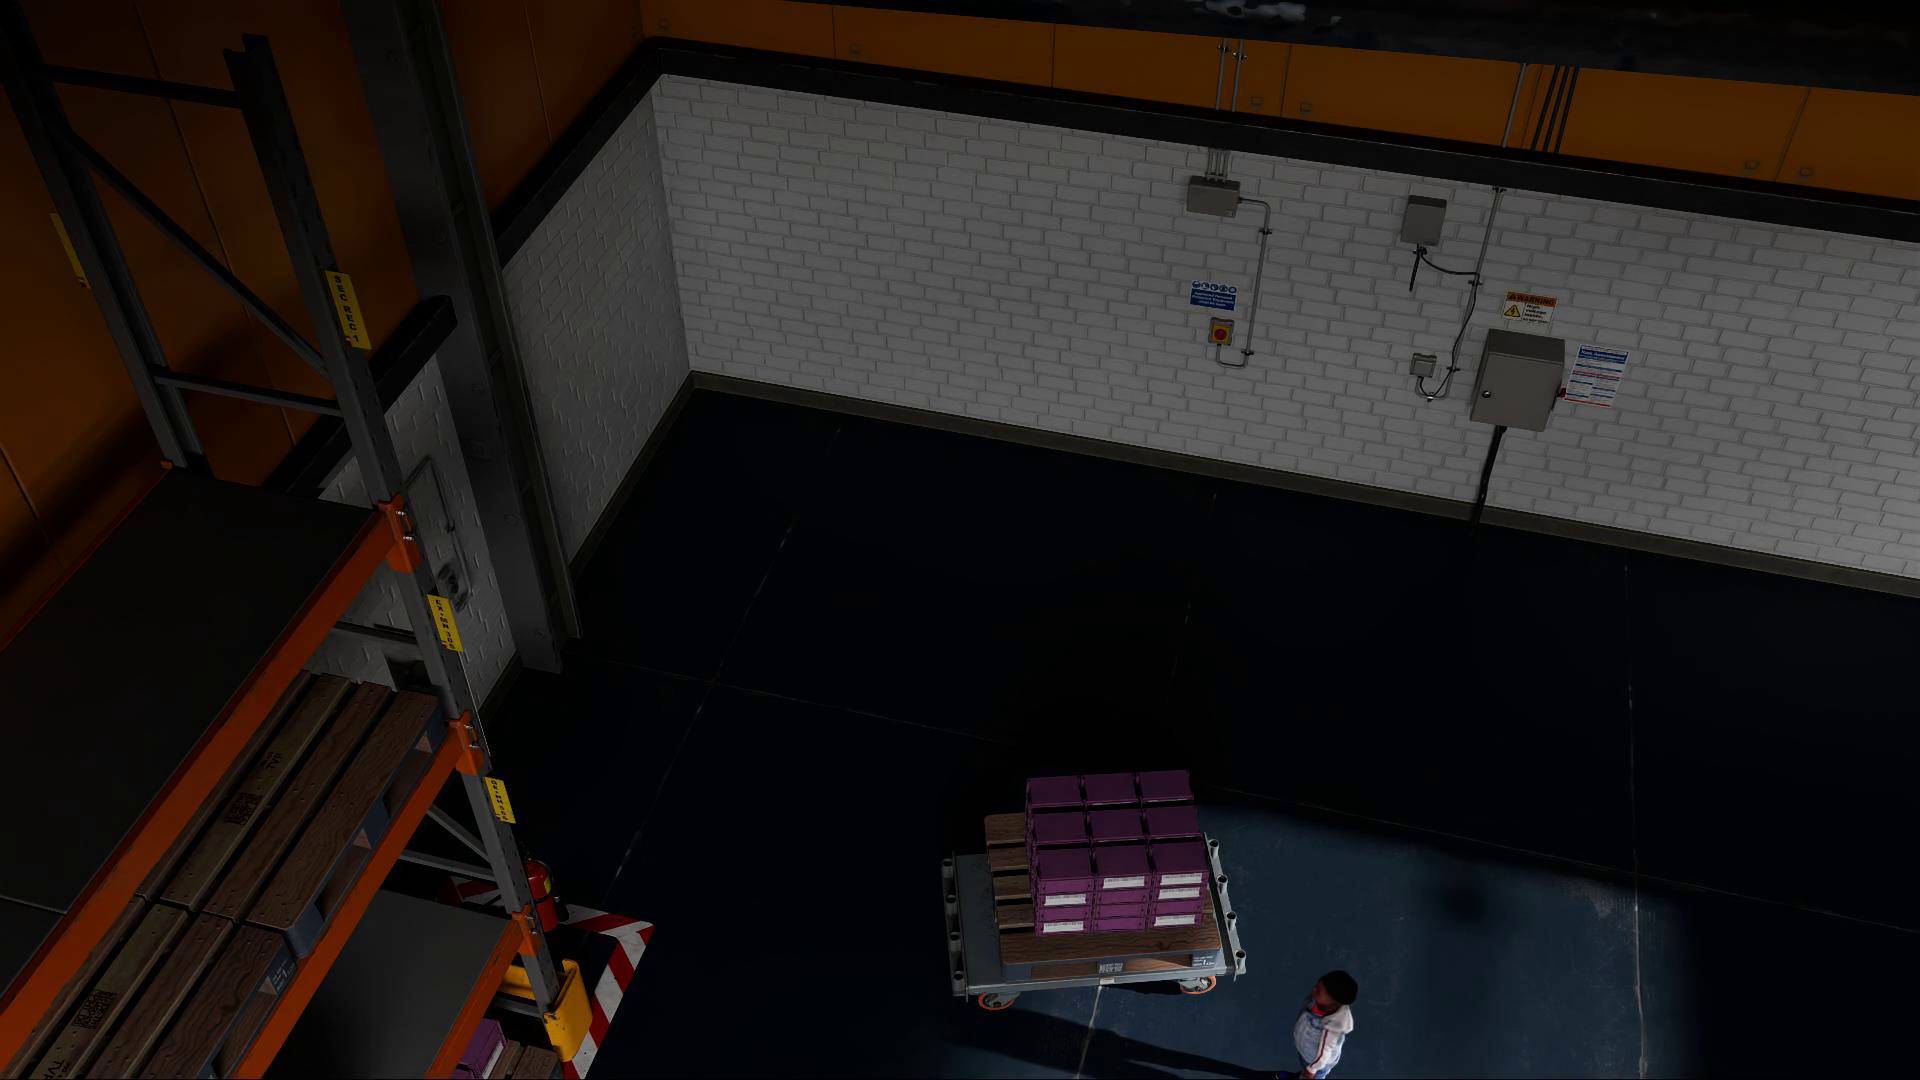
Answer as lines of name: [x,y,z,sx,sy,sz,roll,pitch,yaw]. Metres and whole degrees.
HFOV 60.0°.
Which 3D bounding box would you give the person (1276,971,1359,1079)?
person: [1.860,2.606,8.620,0.548,1.261,0.445,7,44,8]
